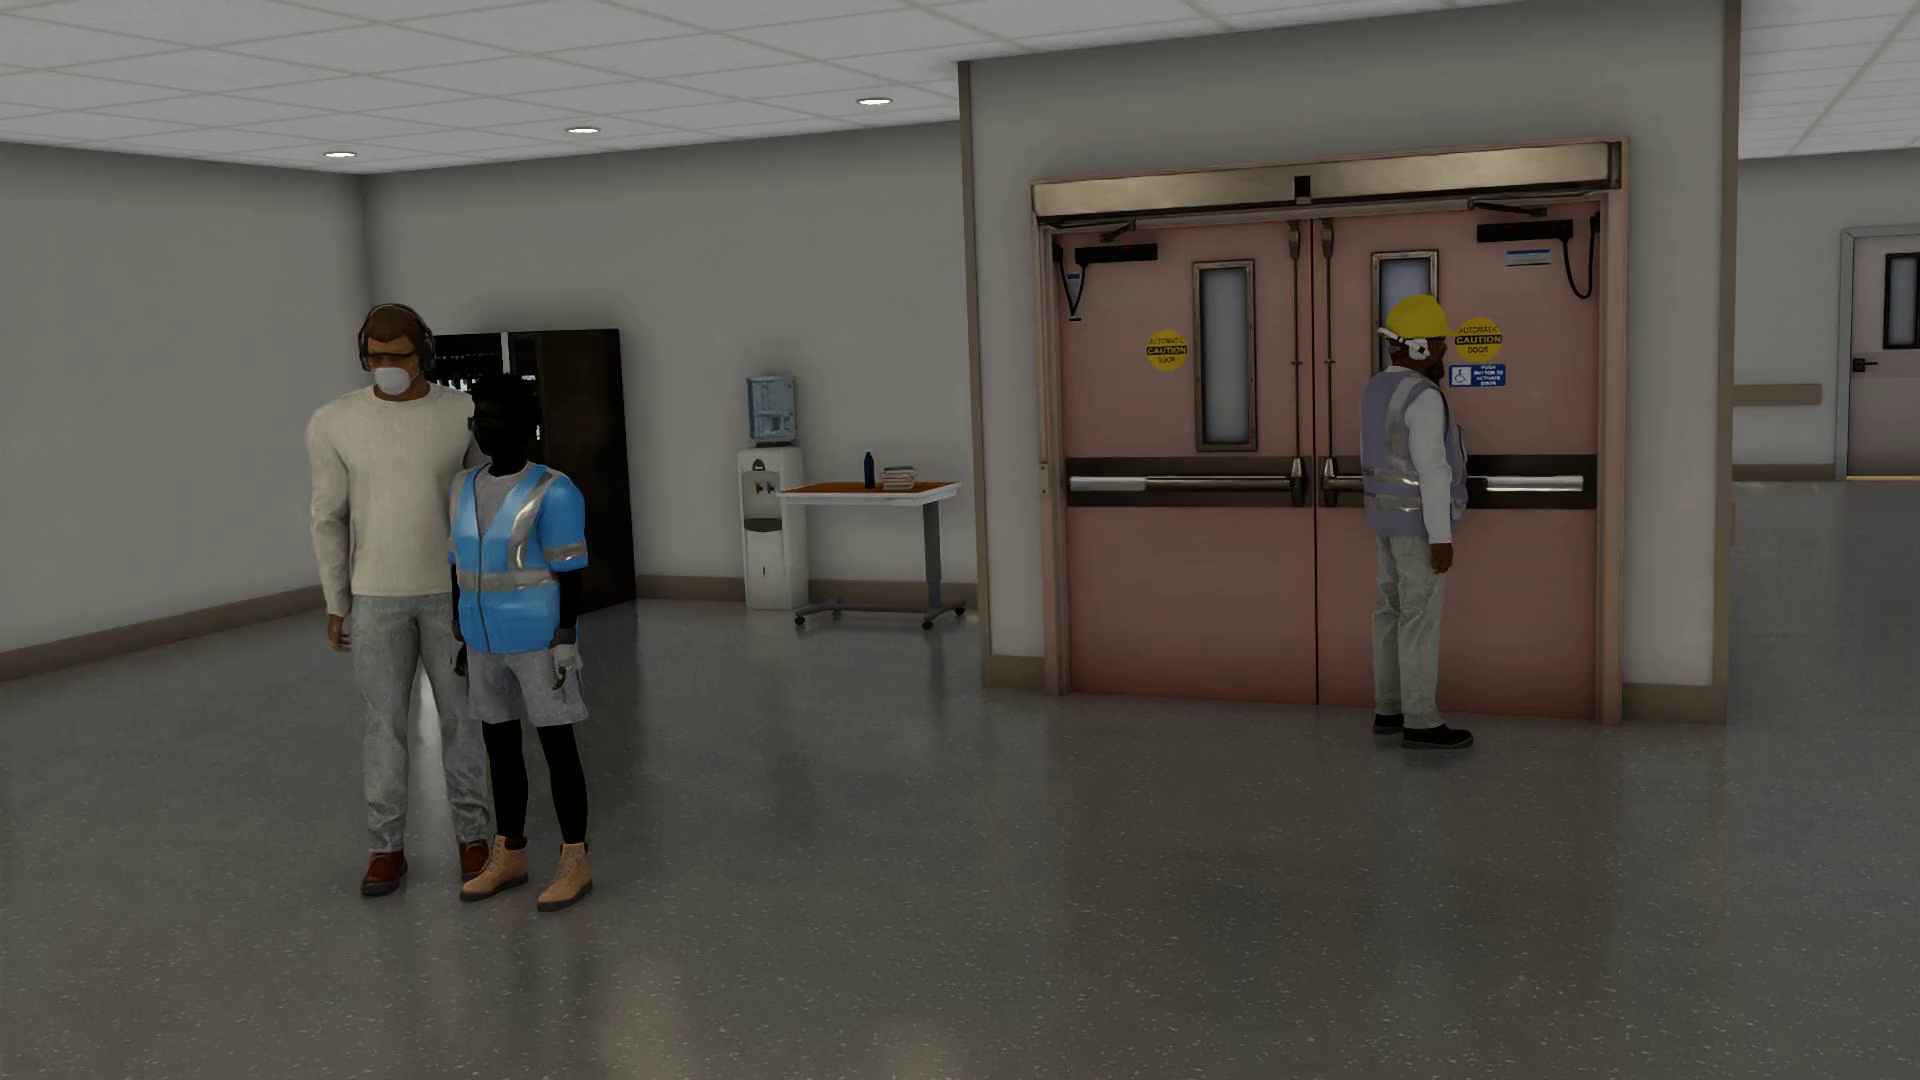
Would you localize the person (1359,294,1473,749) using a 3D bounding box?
[{"bbox_3d":[1.855,-0.074,6.764,0.404,1.831,0.601,-3,7,-9],"label":"person"}]

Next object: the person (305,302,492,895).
[{"bbox_3d":[-1.790,0.189,5.499,0.628,1.931,0.375,-4,8,-14],"label":"person"}]

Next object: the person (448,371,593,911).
[{"bbox_3d":[-1.404,0.318,5.272,0.535,1.700,0.318,1,8,26],"label":"person"}]
